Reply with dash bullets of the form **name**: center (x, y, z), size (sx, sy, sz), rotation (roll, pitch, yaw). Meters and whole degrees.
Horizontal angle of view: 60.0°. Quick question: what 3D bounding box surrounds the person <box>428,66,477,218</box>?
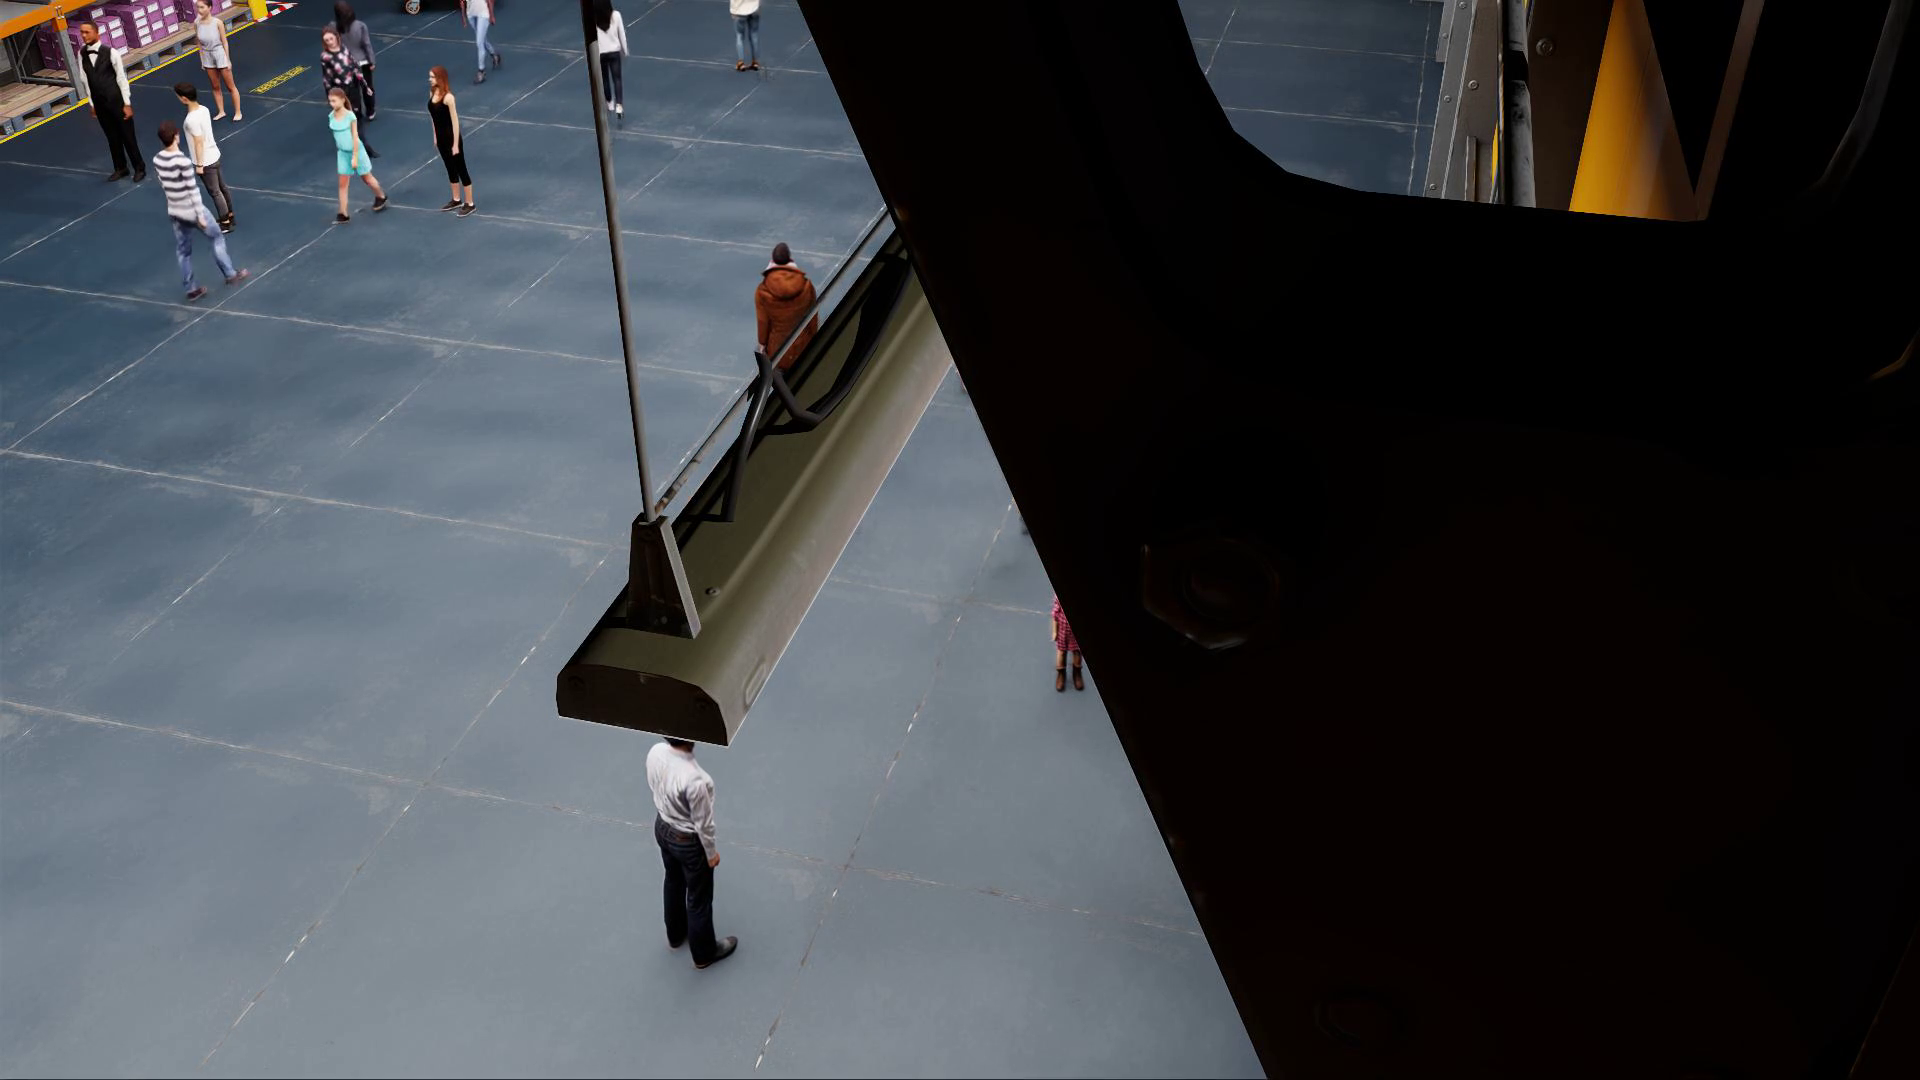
- **person**: center (-5.861, -4.600, 19.112), size (0.643, 1.726, 0.645), rotation (26, 41, 33)

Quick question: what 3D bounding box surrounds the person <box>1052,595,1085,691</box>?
- **person**: center (0.802, 0.614, 11.905), size (0.477, 1.021, 0.506), rotation (-2, 34, -3)

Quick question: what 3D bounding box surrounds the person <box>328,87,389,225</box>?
- **person**: center (-6.901, -4.428, 19.043), size (0.582, 1.515, 1.090), rotation (11, 35, 16)

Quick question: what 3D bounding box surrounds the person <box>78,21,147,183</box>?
- **person**: center (-10.187, -5.269, 19.945), size (0.727, 1.918, 0.636), rotation (3, 34, 5)

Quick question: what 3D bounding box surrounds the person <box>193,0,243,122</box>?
- **person**: center (-9.752, -6.330, 21.800), size (0.596, 1.630, 0.577), rotation (3, 34, 4)

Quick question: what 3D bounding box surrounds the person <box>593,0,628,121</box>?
- **person**: center (-4.599, -6.337, 21.777), size (0.955, 1.668, 1.175), rotation (-7, 34, -10)

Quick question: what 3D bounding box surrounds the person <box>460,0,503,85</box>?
- **person**: center (-6.685, -7.304, 23.212), size (0.589, 1.690, 1.085), rotation (9, 35, 13)

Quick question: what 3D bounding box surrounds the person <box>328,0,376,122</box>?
- **person**: center (-7.901, -6.200, 21.648), size (0.865, 1.582, 0.949), rotation (-6, 34, -9)

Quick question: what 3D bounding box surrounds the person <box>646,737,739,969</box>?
- **person**: center (-1.580, 1.689, 9.568), size (0.739, 1.816, 0.731), rotation (-28, 43, -36)

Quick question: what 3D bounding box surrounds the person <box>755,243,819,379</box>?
- **person**: center (-1.510, -1.751, 14.725), size (0.843, 1.836, 0.874), rotation (-9, 35, -14)

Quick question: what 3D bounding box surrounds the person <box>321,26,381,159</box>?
- **person**: center (-7.700, -5.552, 20.627), size (0.803, 1.633, 1.028), rotation (15, 37, 22)

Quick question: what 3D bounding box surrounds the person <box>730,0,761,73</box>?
- **person**: center (-2.986, -7.447, 23.438), size (0.720, 1.679, 0.777), rotation (-17, 37, -24)

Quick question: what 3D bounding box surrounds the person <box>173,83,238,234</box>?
- **person**: center (-8.461, -4.307, 18.678), size (0.753, 1.717, 0.594), rotation (-3, 34, -5)

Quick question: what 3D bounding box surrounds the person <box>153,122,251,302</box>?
- **person**: center (-8.028, -3.335, 17.122), size (0.725, 1.821, 0.954), rotation (12, 35, 17)
